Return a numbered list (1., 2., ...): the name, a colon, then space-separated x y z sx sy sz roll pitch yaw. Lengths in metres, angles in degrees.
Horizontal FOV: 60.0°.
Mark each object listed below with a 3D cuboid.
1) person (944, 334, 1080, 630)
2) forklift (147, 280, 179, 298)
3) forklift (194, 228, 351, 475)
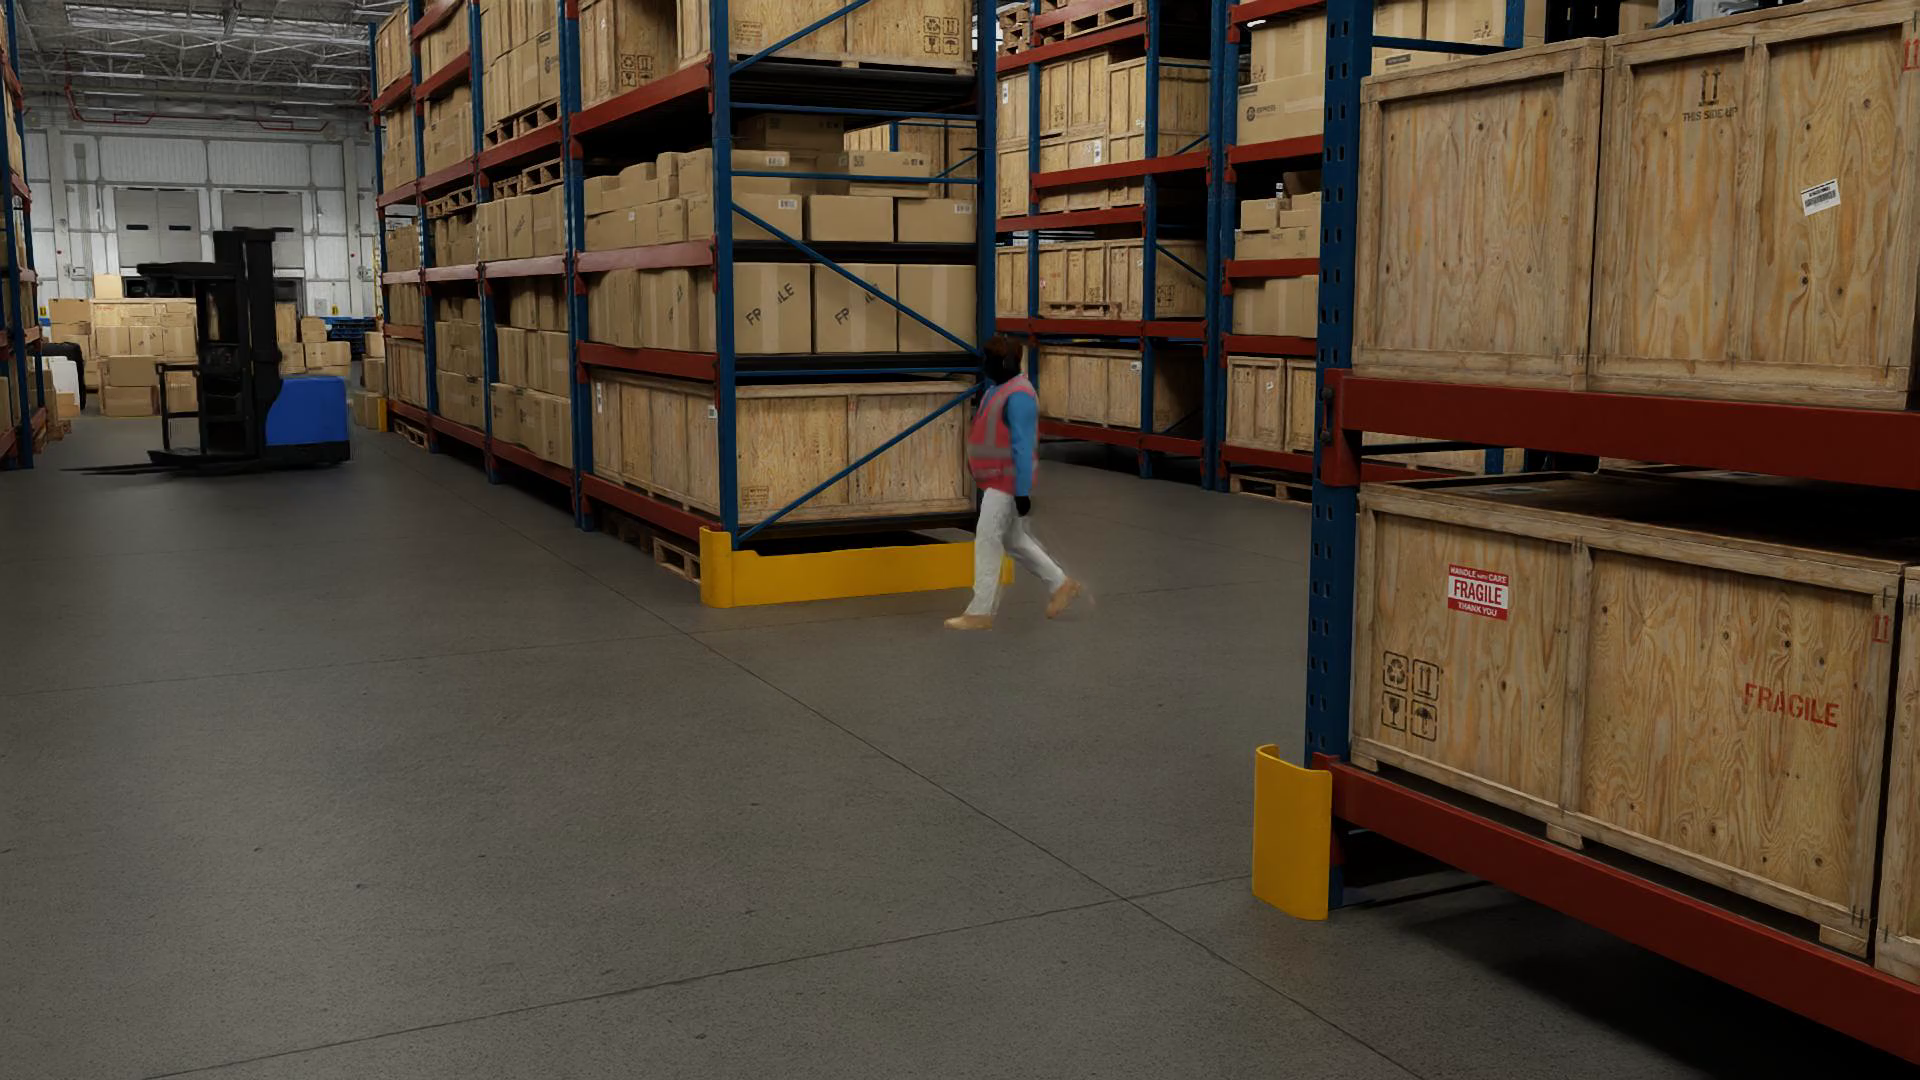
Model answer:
1. person: 0.337 -0.356 10.211 0.835 1.817 0.632 -2 8 -12
2. forklift: -25.114 -7.030 52.567 1.873 2.768 1.129 6 10 37
3. forklift: -8.335 -2.242 19.551 1.129 2.768 1.873 7 11 42
